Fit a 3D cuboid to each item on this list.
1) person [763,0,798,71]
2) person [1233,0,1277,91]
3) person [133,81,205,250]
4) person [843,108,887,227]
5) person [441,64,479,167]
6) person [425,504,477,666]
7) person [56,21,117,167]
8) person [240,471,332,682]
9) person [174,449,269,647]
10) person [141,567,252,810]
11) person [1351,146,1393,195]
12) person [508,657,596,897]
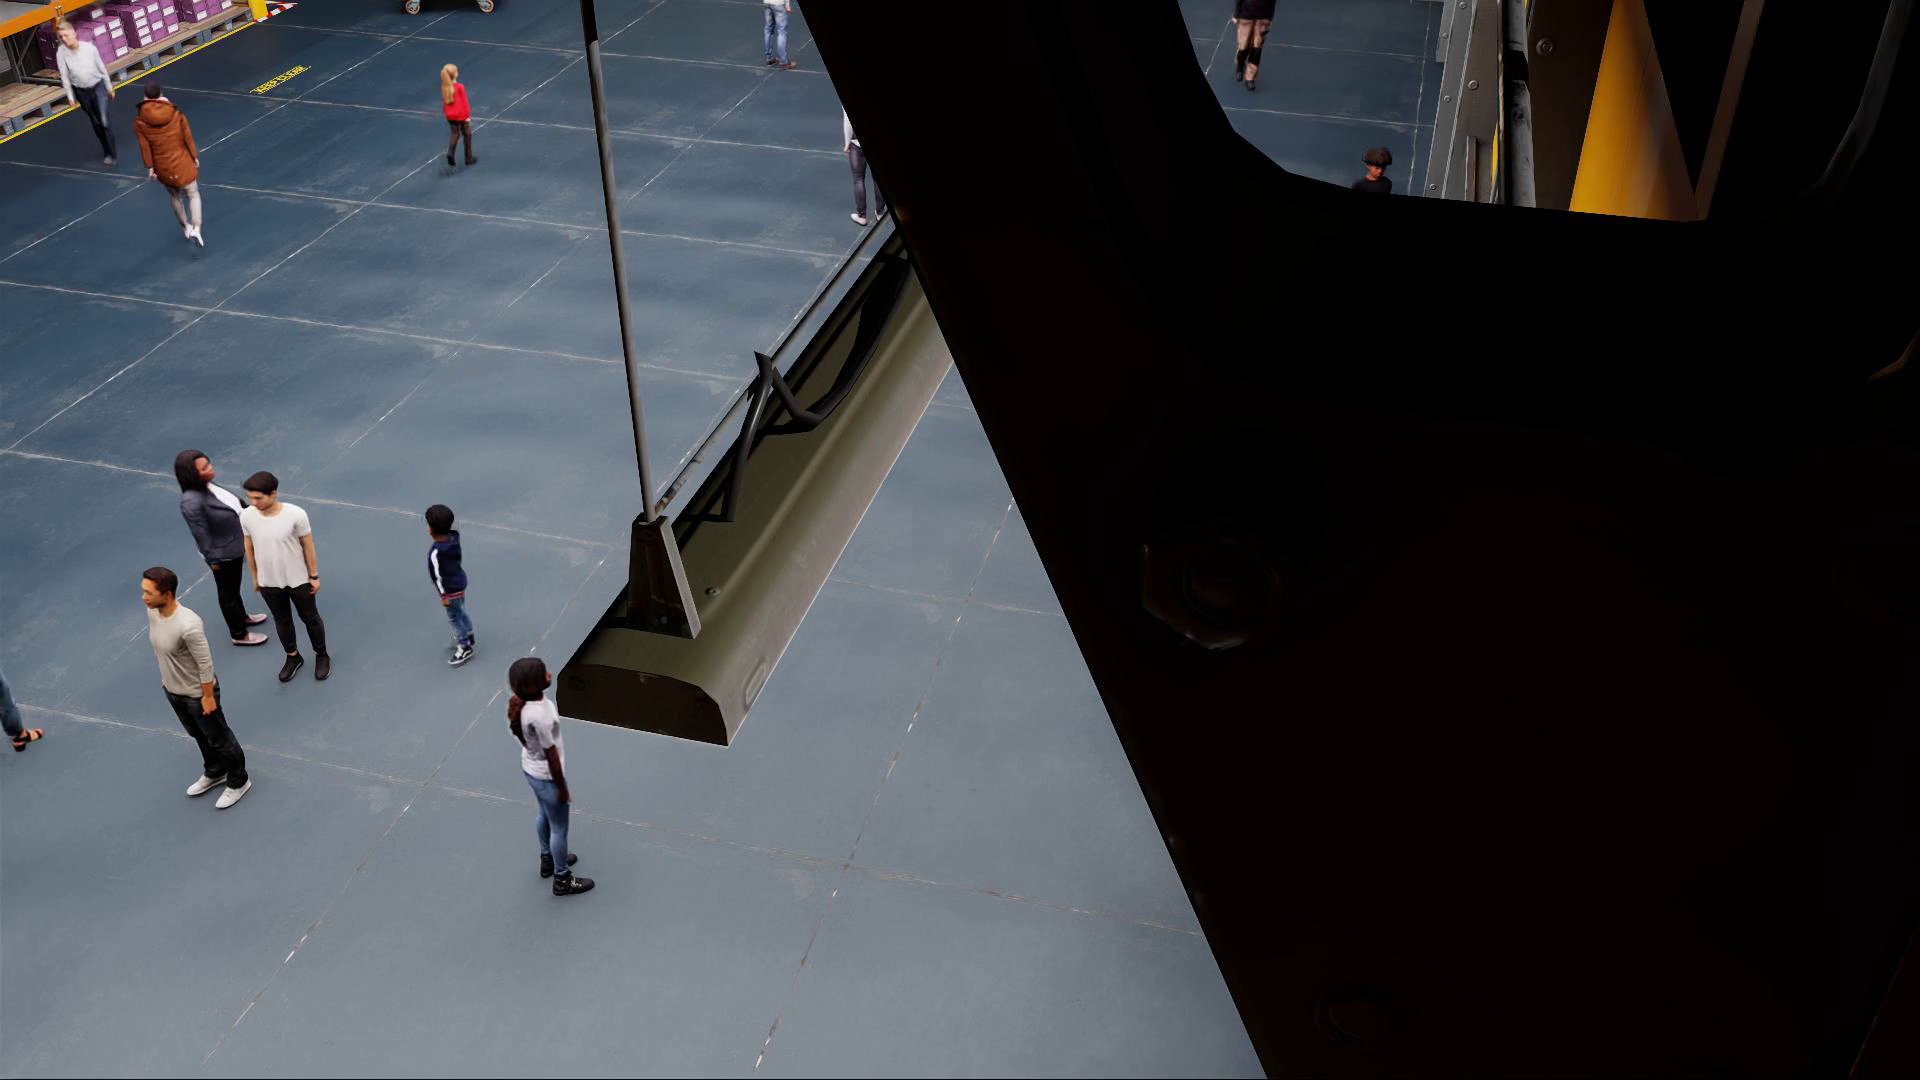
[{"bbox_3d":[-2.624,-7.634,23.560,0.722,1.854,0.683,25,41,32],"label":"person"},{"bbox_3d":[4.038,-7.172,22.825,0.834,1.898,0.916,-2,34,-3],"label":"person"},{"bbox_3d":[-8.624,-4.079,18.245,1.064,1.817,1.210,-11,35,-15],"label":"person"},{"bbox_3d":[-1.068,-4.477,18.839,0.779,1.823,0.809,-14,36,-20],"label":"person"},{"bbox_3d":[-6.202,-5.190,20.410,0.492,1.271,0.699,9,35,13],"label":"person"},{"bbox_3d":[-3.716,0.326,12.168,0.702,1.207,0.456,-3,34,-5],"label":"person"},{"bbox_3d":[-10.695,-5.541,20.494,1.058,1.762,1.224,-14,36,-19],"label":"person"},{"bbox_3d":[-4.807,0.232,11.849,0.683,1.717,0.630,-1,34,-1],"label":"person"},{"bbox_3d":[-5.449,0.040,12.247,0.851,1.596,0.760,-8,34,-12],"label":"person"},{"bbox_3d":[-4.942,0.924,10.722,0.705,1.812,0.651,19,38,26],"label":"person"},{"bbox_3d":[4.096,-3.140,16.855,0.695,1.792,0.709,-7,34,-10],"label":"person"},{"bbox_3d":[-2.503,1.410,10.076,0.713,1.719,0.651,-18,37,-24],"label":"person"}]
